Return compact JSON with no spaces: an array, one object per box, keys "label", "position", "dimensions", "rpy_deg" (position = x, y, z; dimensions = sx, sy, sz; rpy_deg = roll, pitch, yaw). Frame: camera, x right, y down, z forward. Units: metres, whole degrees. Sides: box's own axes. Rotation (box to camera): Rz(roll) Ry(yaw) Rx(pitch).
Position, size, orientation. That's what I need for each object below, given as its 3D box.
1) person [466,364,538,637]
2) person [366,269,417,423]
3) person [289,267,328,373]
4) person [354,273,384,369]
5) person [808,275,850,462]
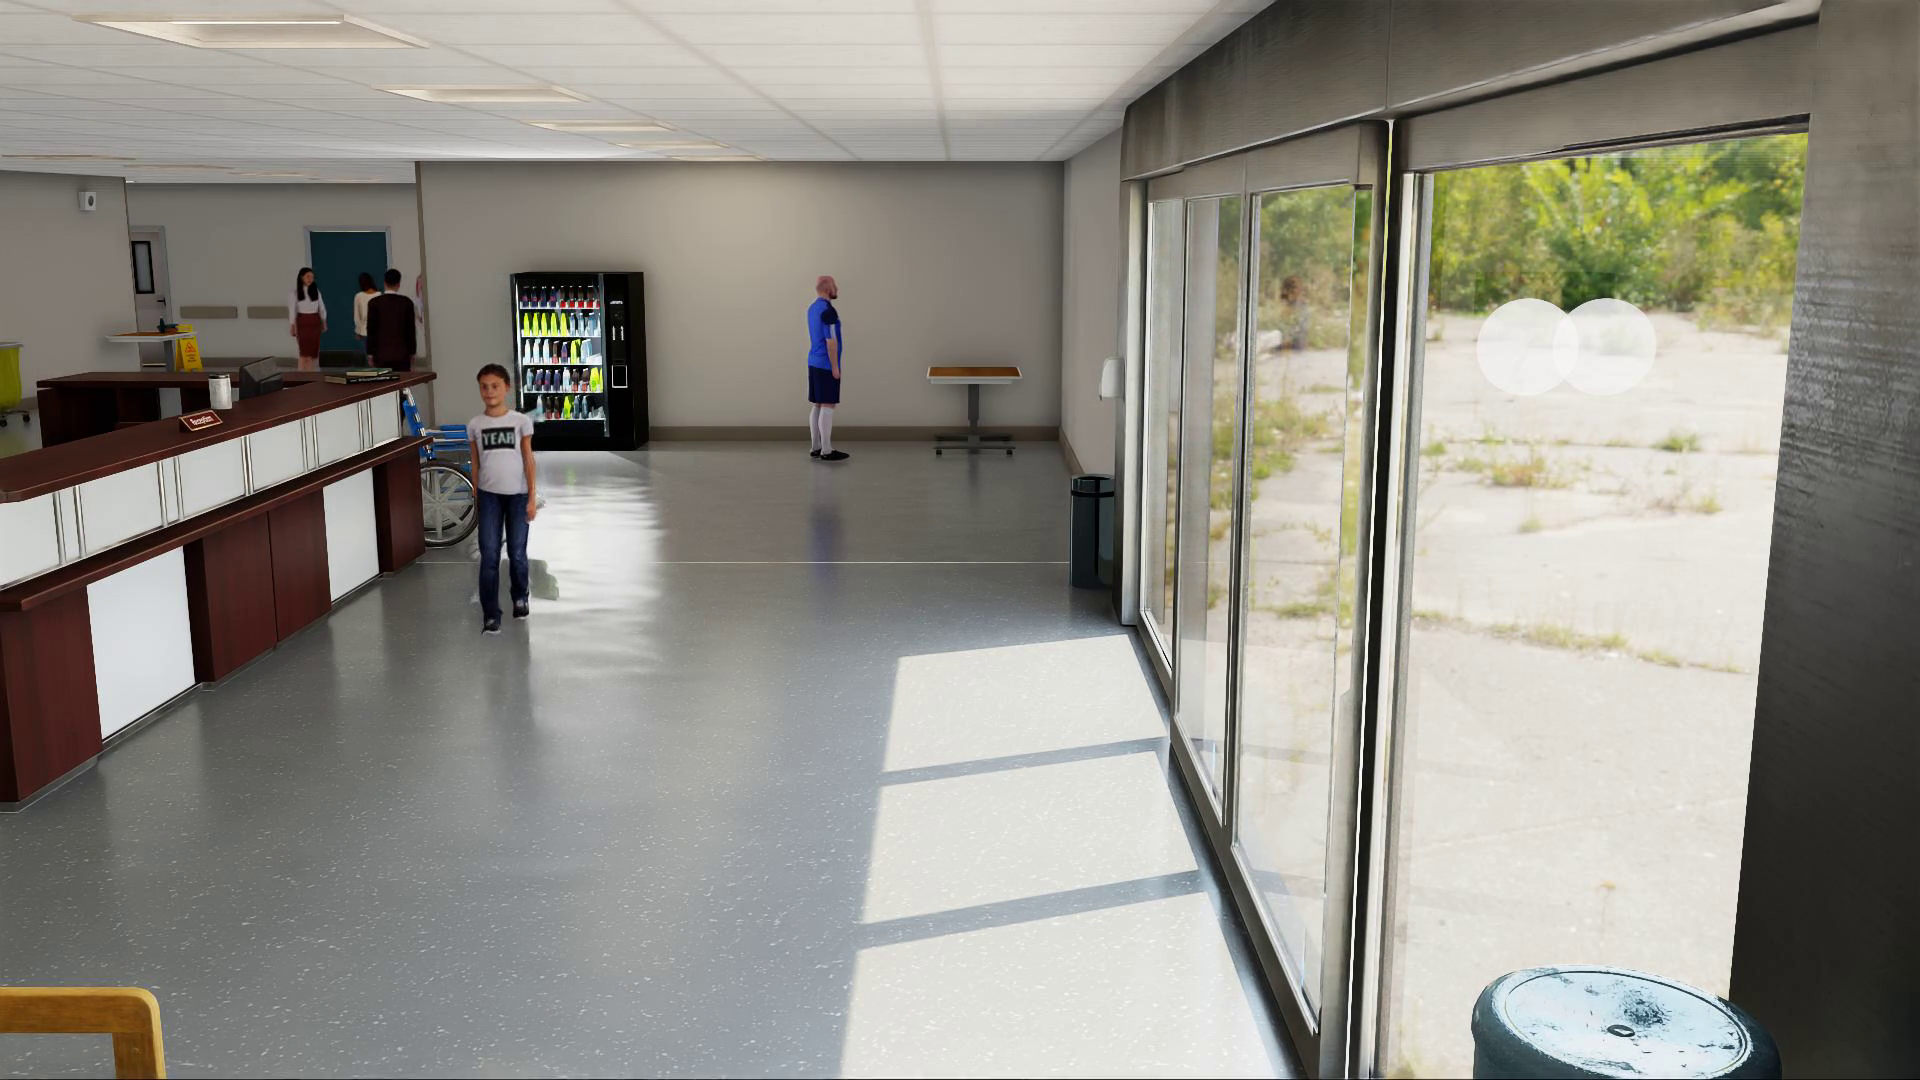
[{"label":"person","position":[-2.622,-0.234,9.633],"dimensions":[1.044,1.520,0.734],"rpy_deg":[-2,11,-10]},{"label":"person","position":[-6.181,-2.016,18.164],"dimensions":[0.696,1.840,0.835],"rpy_deg":[-5,12,-23]},{"label":"person","position":[-9.028,-2.877,23.006],"dimensions":[0.847,1.725,0.897],"rpy_deg":[-7,13,-34]},{"label":"person","position":[-8.229,-2.884,23.307],"dimensions":[1.107,1.627,0.915],"rpy_deg":[-3,11,-14]},{"label":"person","position":[-1.353,-1.730,16.654],"dimensions":[0.719,1.841,0.747],"rpy_deg":[-5,12,-25]}]
